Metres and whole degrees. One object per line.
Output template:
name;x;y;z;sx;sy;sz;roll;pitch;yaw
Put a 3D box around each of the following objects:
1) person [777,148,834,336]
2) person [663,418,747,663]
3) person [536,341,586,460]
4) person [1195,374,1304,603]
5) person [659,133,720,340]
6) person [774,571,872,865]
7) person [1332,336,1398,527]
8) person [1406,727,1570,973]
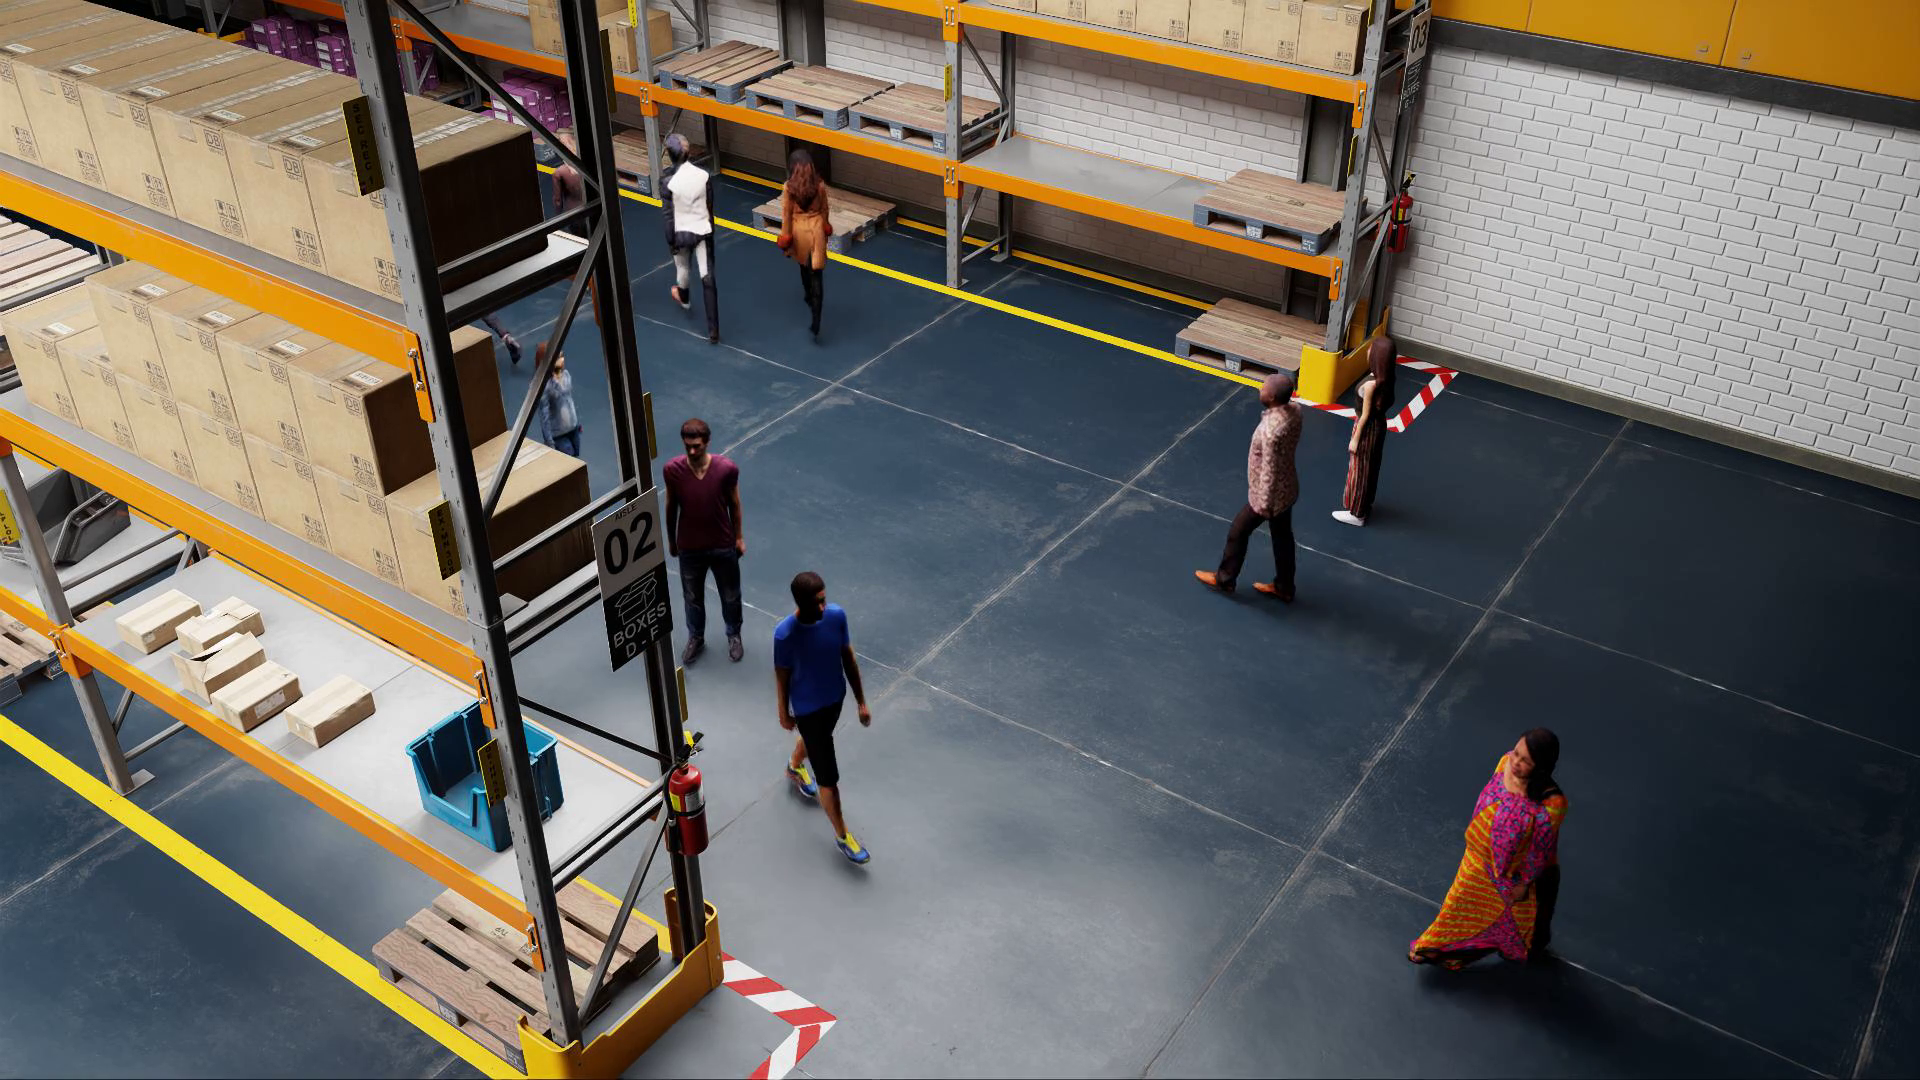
person;-1.366;-2.689;15.258;1.203;1.672;1.249;-6;34;-8
person;-1.685;-0.008;11.065;0.694;1.849;0.795;-1;34;-2
person;-3.089;-0.838;12.655;0.671;1.472;0.655;11;35;16
person;2.249;-0.318;11.592;0.931;1.783;0.707;24;41;32
person;-2.400;-2.713;15.149;1.118;1.834;1.326;-13;36;-18
person;-0.877;0.907;9.716;0.827;1.820;1.282;-25;41;-33
person;3.094;-0.839;12.574;0.520;1.564;0.549;19;38;27
person;2.976;1.620;8.777;1.068;1.672;1.154;-14;36;-20
